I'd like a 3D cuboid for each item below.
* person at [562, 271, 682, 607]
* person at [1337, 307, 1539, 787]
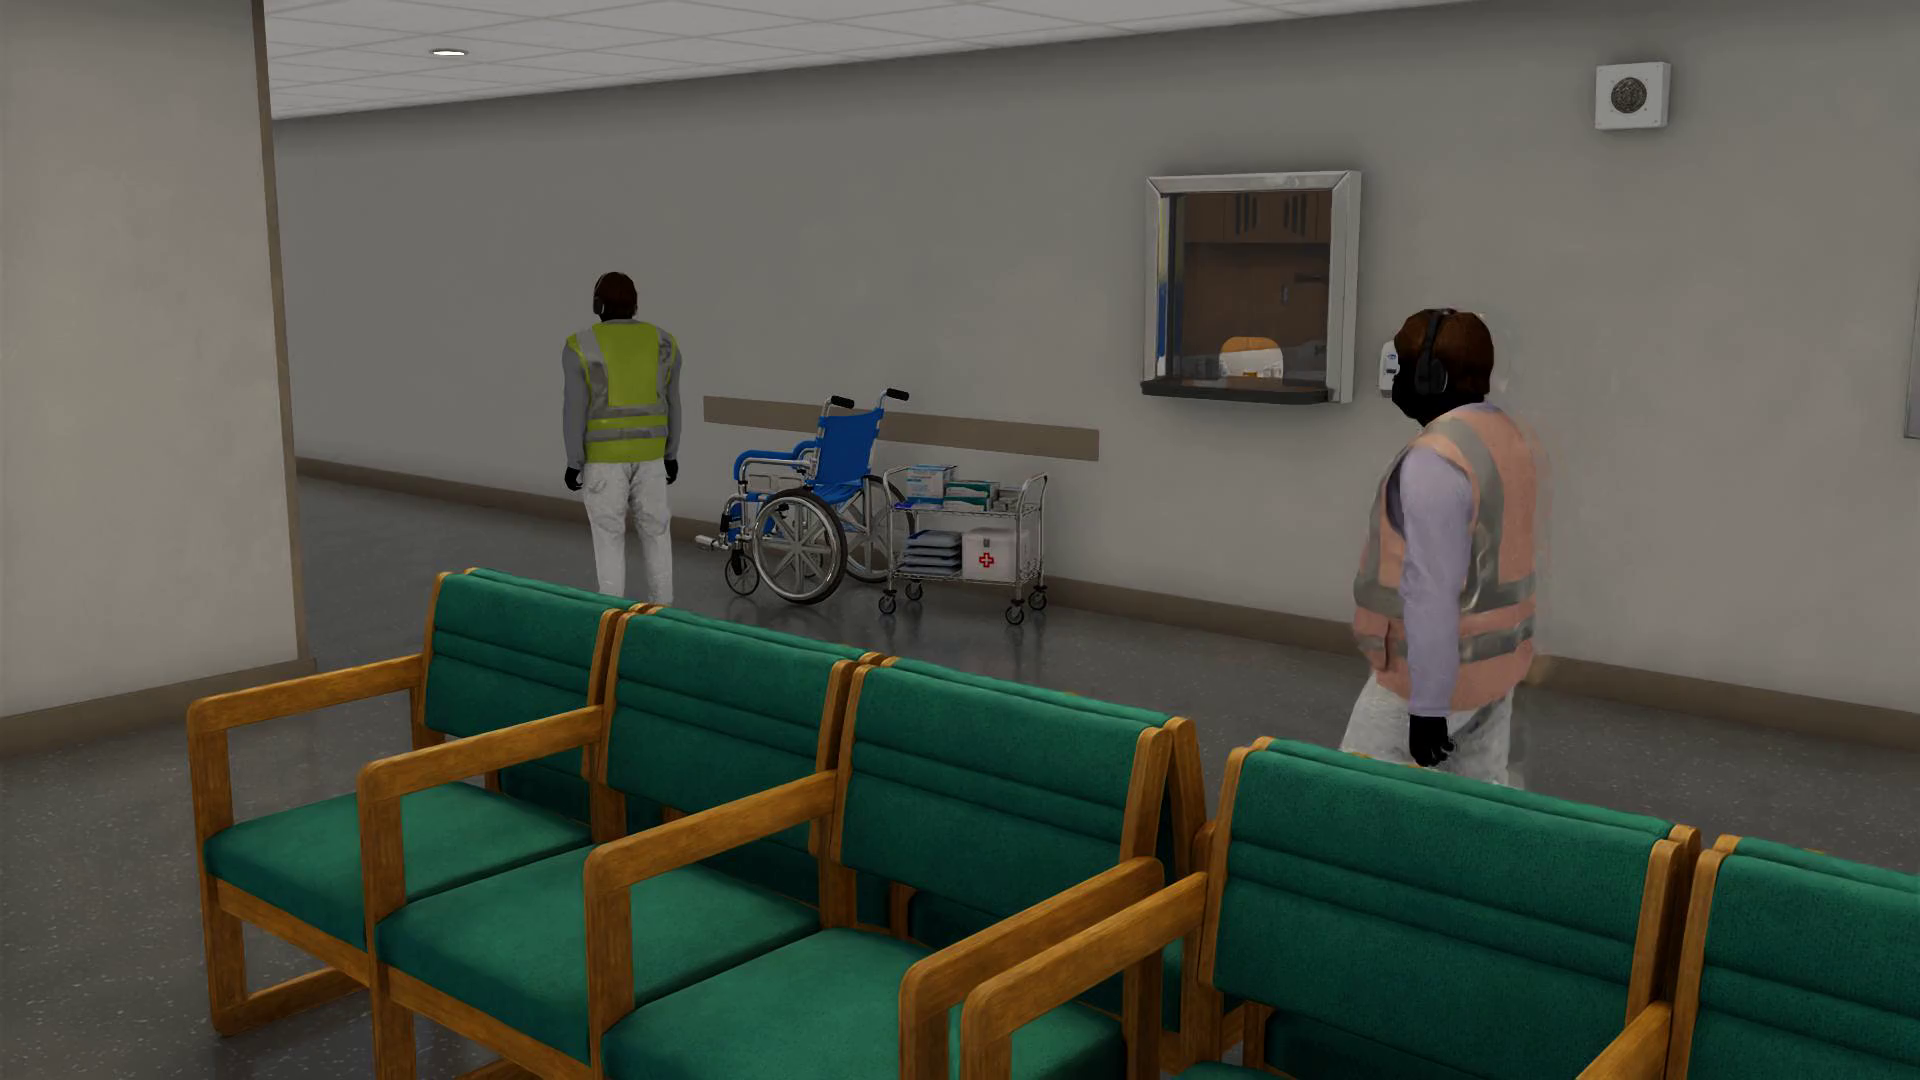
[{"bbox_3d":[-1.703,-0.420,8.373,0.629,1.842,0.429,-7,12,-33],"label":"person"},{"bbox_3d":[1.102,0.317,4.272,0.850,1.805,0.646,7,12,36],"label":"person"}]
